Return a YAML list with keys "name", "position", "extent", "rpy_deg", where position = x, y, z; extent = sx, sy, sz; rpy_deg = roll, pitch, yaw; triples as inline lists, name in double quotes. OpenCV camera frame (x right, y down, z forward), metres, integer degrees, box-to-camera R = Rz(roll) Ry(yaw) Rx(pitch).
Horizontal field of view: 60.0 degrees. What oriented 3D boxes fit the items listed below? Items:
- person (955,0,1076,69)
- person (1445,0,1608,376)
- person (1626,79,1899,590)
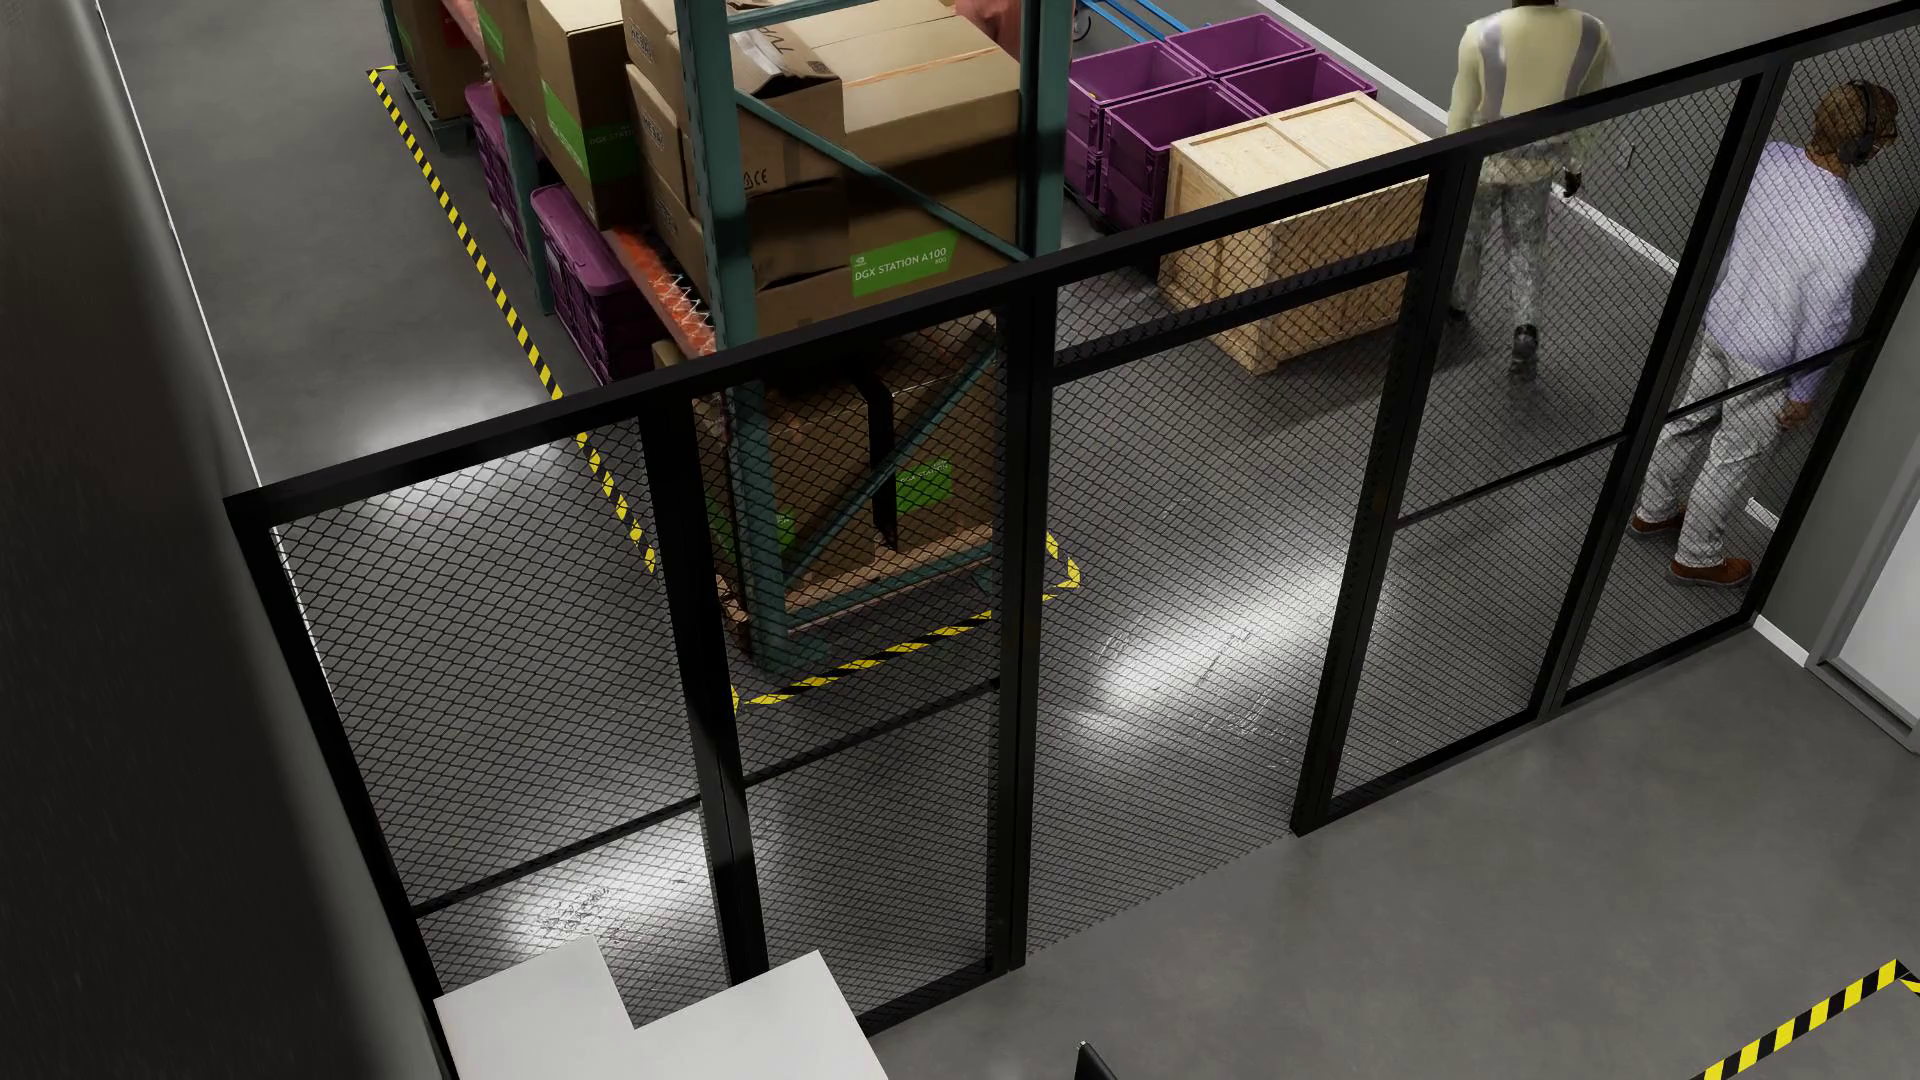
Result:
- name: "person"
  position: [0.207, -1.808, 6.882]
  extent: [0.612, 1.996, 0.389]
  rpy_deg: [-29, 50, -28]
- name: "person"
  position: [2.249, -1.508, 6.711]
  extent: [0.608, 1.791, 0.774]
  rpy_deg: [1, 42, 1]
- name: "person"
  position: [2.732, -0.665, 5.673]
  extent: [0.364, 1.939, 0.636]
  rpy_deg: [-8, 43, -9]
